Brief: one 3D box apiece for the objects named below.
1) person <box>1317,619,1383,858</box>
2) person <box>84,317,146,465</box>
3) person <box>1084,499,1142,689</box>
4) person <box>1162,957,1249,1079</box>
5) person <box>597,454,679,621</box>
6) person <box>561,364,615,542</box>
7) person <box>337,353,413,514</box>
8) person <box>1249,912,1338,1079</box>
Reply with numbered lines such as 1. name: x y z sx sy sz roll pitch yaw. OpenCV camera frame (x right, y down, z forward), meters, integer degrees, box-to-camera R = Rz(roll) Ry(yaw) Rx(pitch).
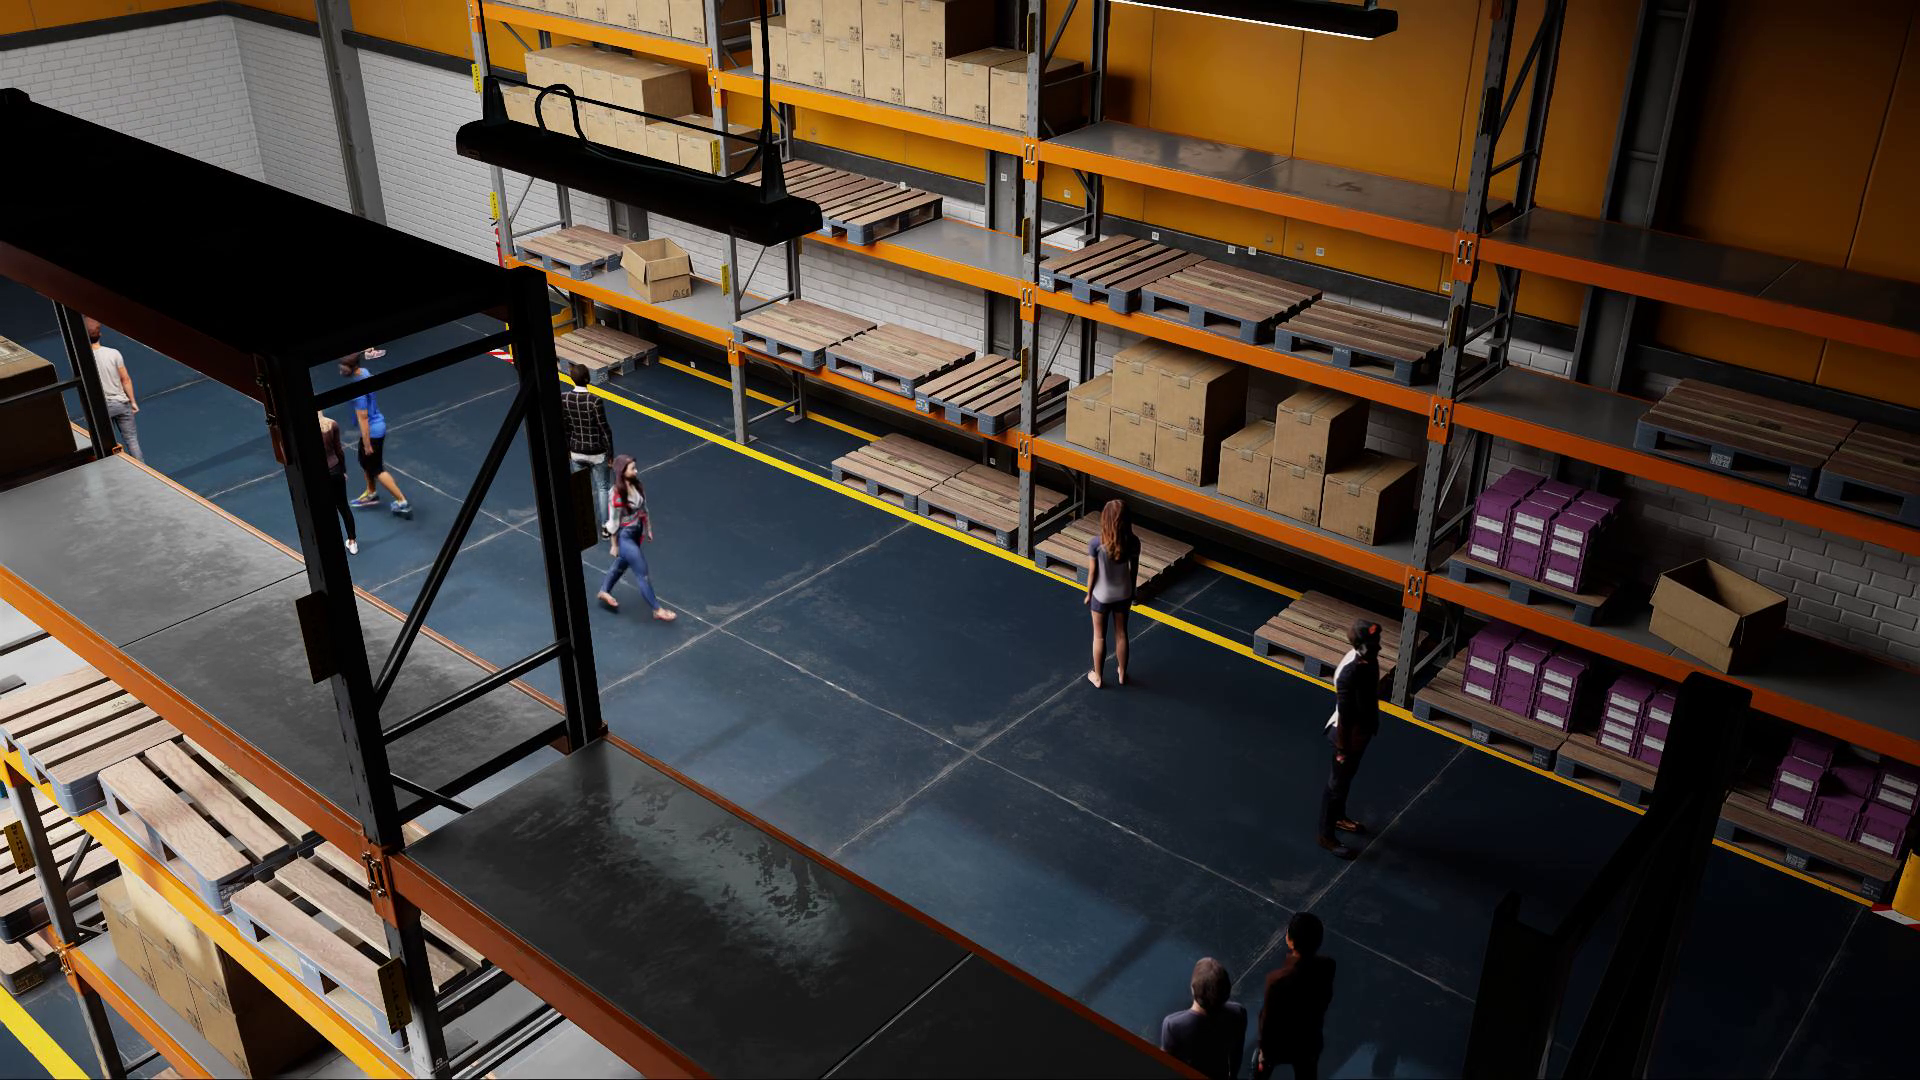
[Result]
1. person: 2.826 1.390 12.016 0.649 1.891 0.734 15 32 25
2. person: -8.734 -1.380 17.084 0.736 1.899 0.698 -14 32 -24
3. person: 1.269 0.453 13.901 0.695 1.730 0.732 -6 29 -11
4. person: 1.290 3.016 9.037 0.749 1.889 0.766 -9 30 -16
5. person: -3.047 -0.030 14.954 1.168 1.568 0.832 12 31 21
6. person: -3.624 -0.858 16.210 0.659 1.821 0.799 7 29 12
7. person: -5.819 -1.042 16.553 1.056 1.814 1.001 2 29 3
8. person: 1.945 2.908 9.404 1.037 1.727 1.256 -10 30 -18
